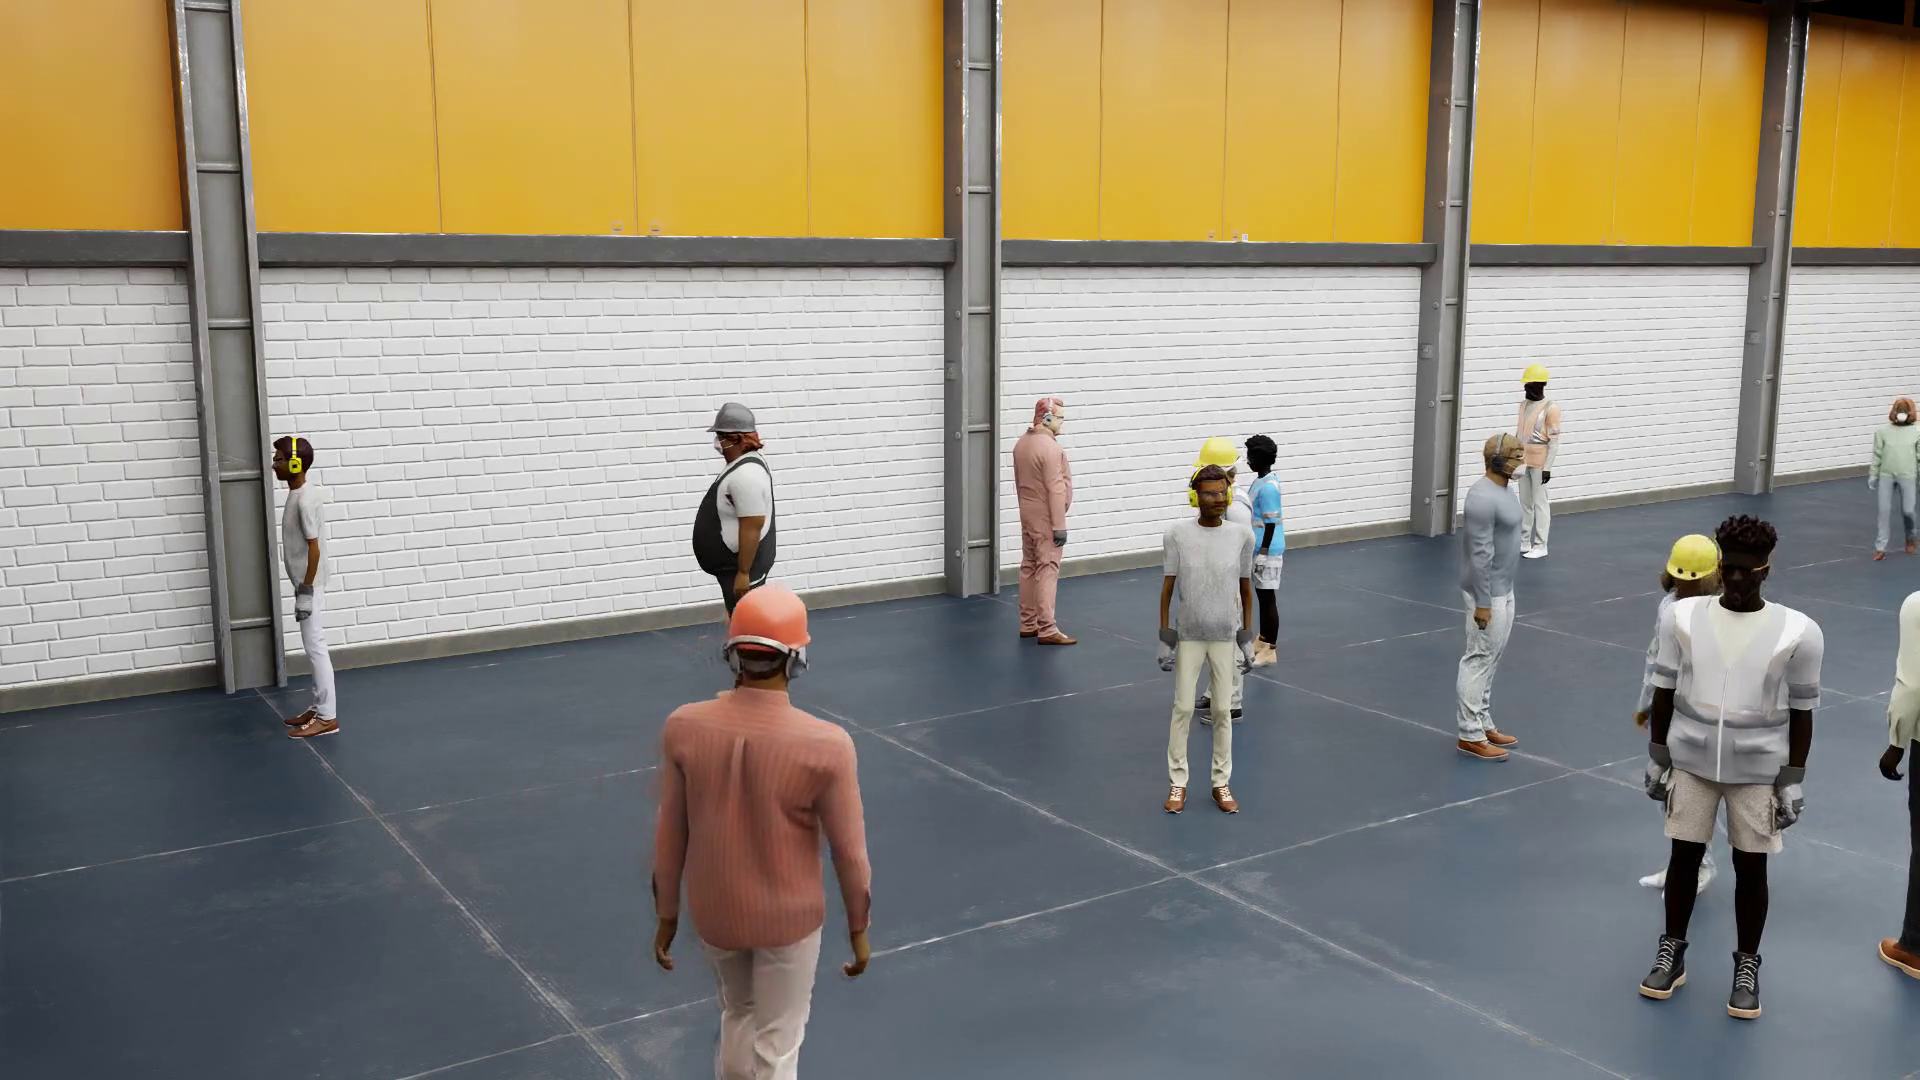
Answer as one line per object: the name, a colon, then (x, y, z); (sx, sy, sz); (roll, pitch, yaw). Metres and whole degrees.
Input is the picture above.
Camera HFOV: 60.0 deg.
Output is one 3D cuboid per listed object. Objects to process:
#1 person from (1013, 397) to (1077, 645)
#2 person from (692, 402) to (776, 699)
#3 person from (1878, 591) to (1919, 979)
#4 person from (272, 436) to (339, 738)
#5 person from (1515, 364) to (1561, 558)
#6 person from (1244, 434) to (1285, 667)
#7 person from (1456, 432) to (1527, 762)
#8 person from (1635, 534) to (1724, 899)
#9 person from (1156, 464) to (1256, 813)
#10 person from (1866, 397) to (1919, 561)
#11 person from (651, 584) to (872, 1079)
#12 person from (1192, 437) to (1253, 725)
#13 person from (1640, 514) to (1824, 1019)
person: (0.667, -0.147, 12.819); (0.406, 1.902, 0.637); (-4, 10, -23)
person: (-1.455, 0.127, 10.740); (0.537, 2.000, 0.675); (-1, 9, -6)
person: (4.077, 0.809, 6.765); (0.611, 1.996, 0.378); (1, 9, 5)
person: (-4.064, 0.286, 10.292); (0.327, 1.874, 0.519); (-4, 10, -23)
person: (5.705, -0.783, 16.564); (0.370, 1.927, 0.588); (-3, 10, -18)
person: (2.197, 0.075, 12.101); (0.320, 1.693, 0.531); (1, 9, 5)
person: (3.155, 0.323, 9.866); (0.359, 1.937, 0.635); (5, 11, 29)
person: (3.299, 0.808, 7.597); (0.426, 1.715, 0.570); (-1, 10, -7)
person: (1.311, 0.525, 8.843); (0.532, 1.876, 0.321); (0, 9, 1)
person: (9.275, -0.611, 16.447); (0.516, 1.627, 0.523); (8, 13, 41)
person: (-0.559, 1.102, 5.052); (0.661, 1.974, 0.643); (3, 10, 17)
person: (1.647, 0.257, 10.593); (0.404, 1.827, 0.600); (-1, 10, -8)
person: (2.992, 0.869, 6.495); (0.606, 1.967, 0.367); (6, 11, 34)
